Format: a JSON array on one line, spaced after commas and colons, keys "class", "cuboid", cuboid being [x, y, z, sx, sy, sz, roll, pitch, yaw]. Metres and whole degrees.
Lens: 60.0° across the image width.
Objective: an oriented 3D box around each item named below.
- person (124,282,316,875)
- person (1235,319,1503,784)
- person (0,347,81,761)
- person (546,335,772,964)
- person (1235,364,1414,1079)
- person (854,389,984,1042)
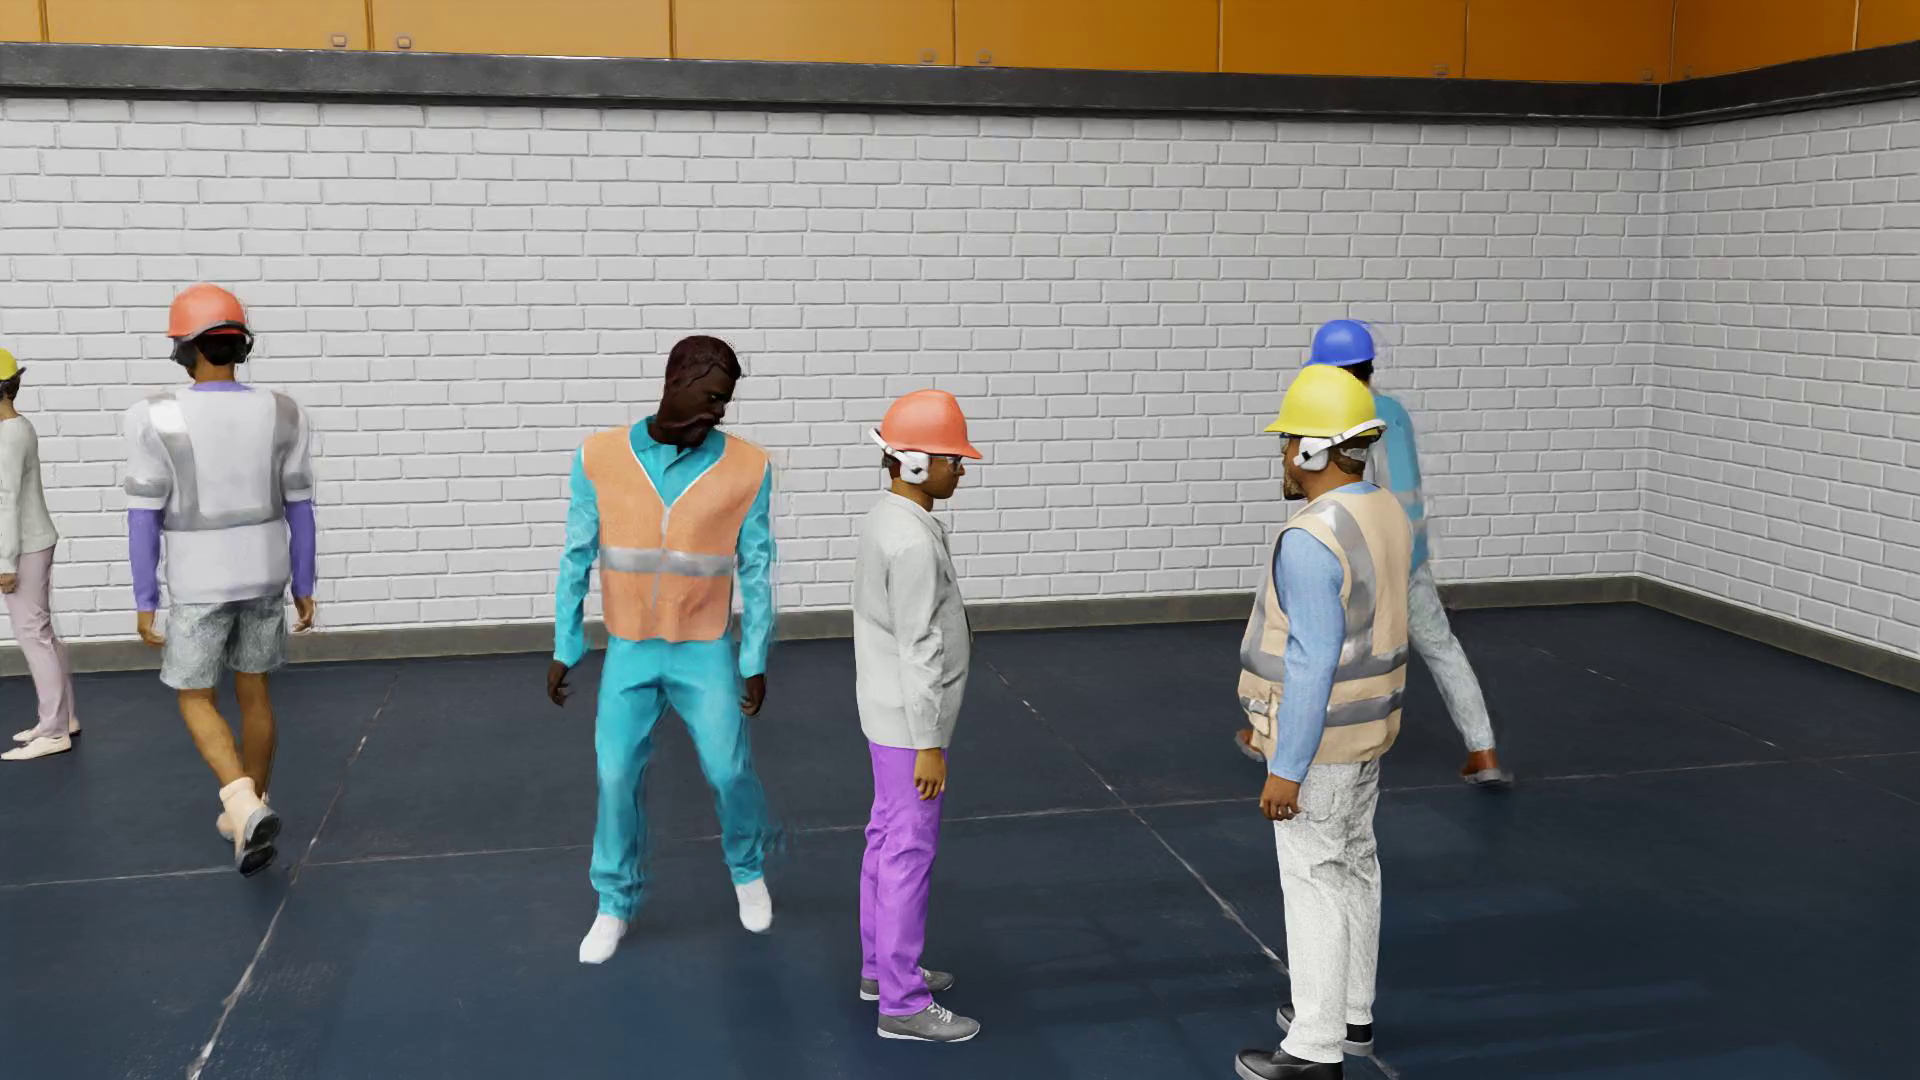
[{"class": "person", "cuboid": [-2.488, 0.139, 5.689, 0.616, 2.025, 0.755, -9, 13, -43]}, {"class": "person", "cuboid": [1.713, 0.060, 6.677, 1.090, 1.872, 0.664, 8, 12, 41]}, {"class": "person", "cuboid": [-4.011, 0.048, 7.047, 0.361, 1.760, 0.526, -4, 10, -24]}, {"class": "person", "cuboid": [-0.895, 0.322, 5.055, 0.666, 1.878, 0.429, -1, 9, -6]}, {"class": "person", "cuboid": [0.908, 0.477, 4.204, 0.404, 1.830, 0.602, 6, 11, 32]}, {"class": "person", "cuboid": [-0.109, 0.465, 4.519, 0.343, 1.747, 0.572, -2, 10, -11]}]
